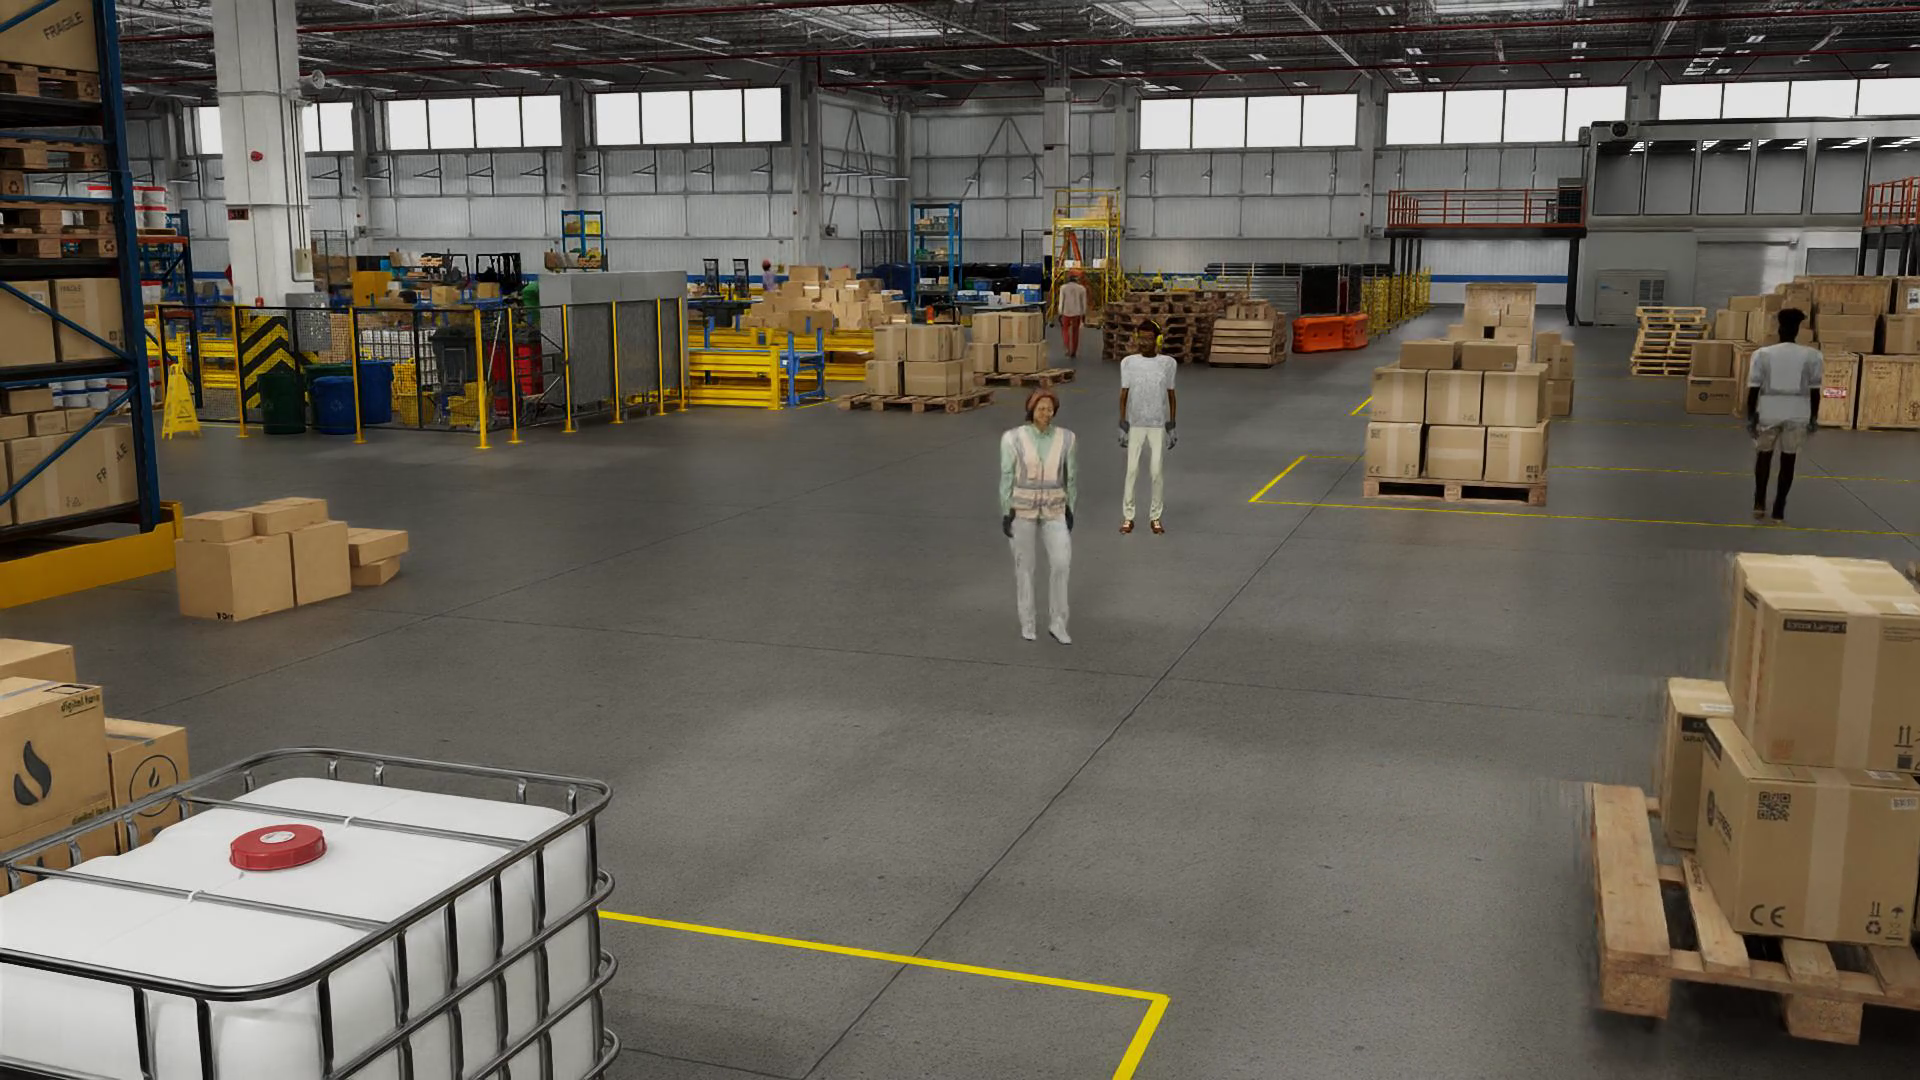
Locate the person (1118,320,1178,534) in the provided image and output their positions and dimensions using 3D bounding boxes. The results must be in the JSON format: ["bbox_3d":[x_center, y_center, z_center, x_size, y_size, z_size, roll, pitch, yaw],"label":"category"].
[{"bbox_3d":[1.631,-0.973,14.420,0.517,1.864,0.334,1,10,6],"label":"person"}]

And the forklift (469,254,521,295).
[{"bbox_3d":[-17.990,-10.121,64.684,1.157,1.987,2.680,3,11,17],"label":"forklift"}]

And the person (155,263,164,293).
[{"bbox_3d":[-30.923,-9.762,64.125,0.981,1.795,0.585,7,12,34],"label":"person"}]

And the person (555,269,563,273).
[{"bbox_3d":[-14.307,-8.849,59.100,0.674,1.748,0.534,-3,10,-15],"label":"person"}]

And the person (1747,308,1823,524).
[{"bbox_3d":[7.495,-1.142,15.157,0.609,1.929,0.850,5,11,25],"label":"person"}]

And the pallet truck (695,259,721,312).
[{"bbox_3d":[-9.165,-9.627,62.776,0.823,1.965,1.885,4,11,23],"label":"pallet truck"}]

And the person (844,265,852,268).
[{"bbox_3d":[-3.265,-6.916,47.738,0.575,1.921,0.491,-7,12,-35],"label":"person"}]

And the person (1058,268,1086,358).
[{"bbox_3d":[2.492,-5.055,37.064,0.655,1.977,0.549,-2,10,-8],"label":"person"}]

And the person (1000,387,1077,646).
[{"bbox_3d":[0.500,-0.137,10.414,0.518,1.619,0.575,-2,10,-9],"label":"person"}]

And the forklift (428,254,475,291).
[{"bbox_3d":[-20.133,-10.254,65.465,1.157,1.987,2.680,3,11,19],"label":"forklift"}]

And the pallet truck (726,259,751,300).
[{"bbox_3d":[-7.986,-9.493,62.019,0.823,1.965,1.885,3,11,17],"label":"pallet truck"}]

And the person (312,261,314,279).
[{"bbox_3d":[-24.771,-9.669,63.206,0.941,1.942,0.607,-4,11,-21],"label":"person"}]

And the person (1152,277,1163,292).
[{"bbox_3d":[4.702,-5.412,39.752,0.295,1.743,0.493,3,10,16],"label":"person"}]

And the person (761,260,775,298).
[{"bbox_3d":[-6.088,-7.732,52.048,0.870,2.010,0.638,6,11,29],"label":"person"}]
